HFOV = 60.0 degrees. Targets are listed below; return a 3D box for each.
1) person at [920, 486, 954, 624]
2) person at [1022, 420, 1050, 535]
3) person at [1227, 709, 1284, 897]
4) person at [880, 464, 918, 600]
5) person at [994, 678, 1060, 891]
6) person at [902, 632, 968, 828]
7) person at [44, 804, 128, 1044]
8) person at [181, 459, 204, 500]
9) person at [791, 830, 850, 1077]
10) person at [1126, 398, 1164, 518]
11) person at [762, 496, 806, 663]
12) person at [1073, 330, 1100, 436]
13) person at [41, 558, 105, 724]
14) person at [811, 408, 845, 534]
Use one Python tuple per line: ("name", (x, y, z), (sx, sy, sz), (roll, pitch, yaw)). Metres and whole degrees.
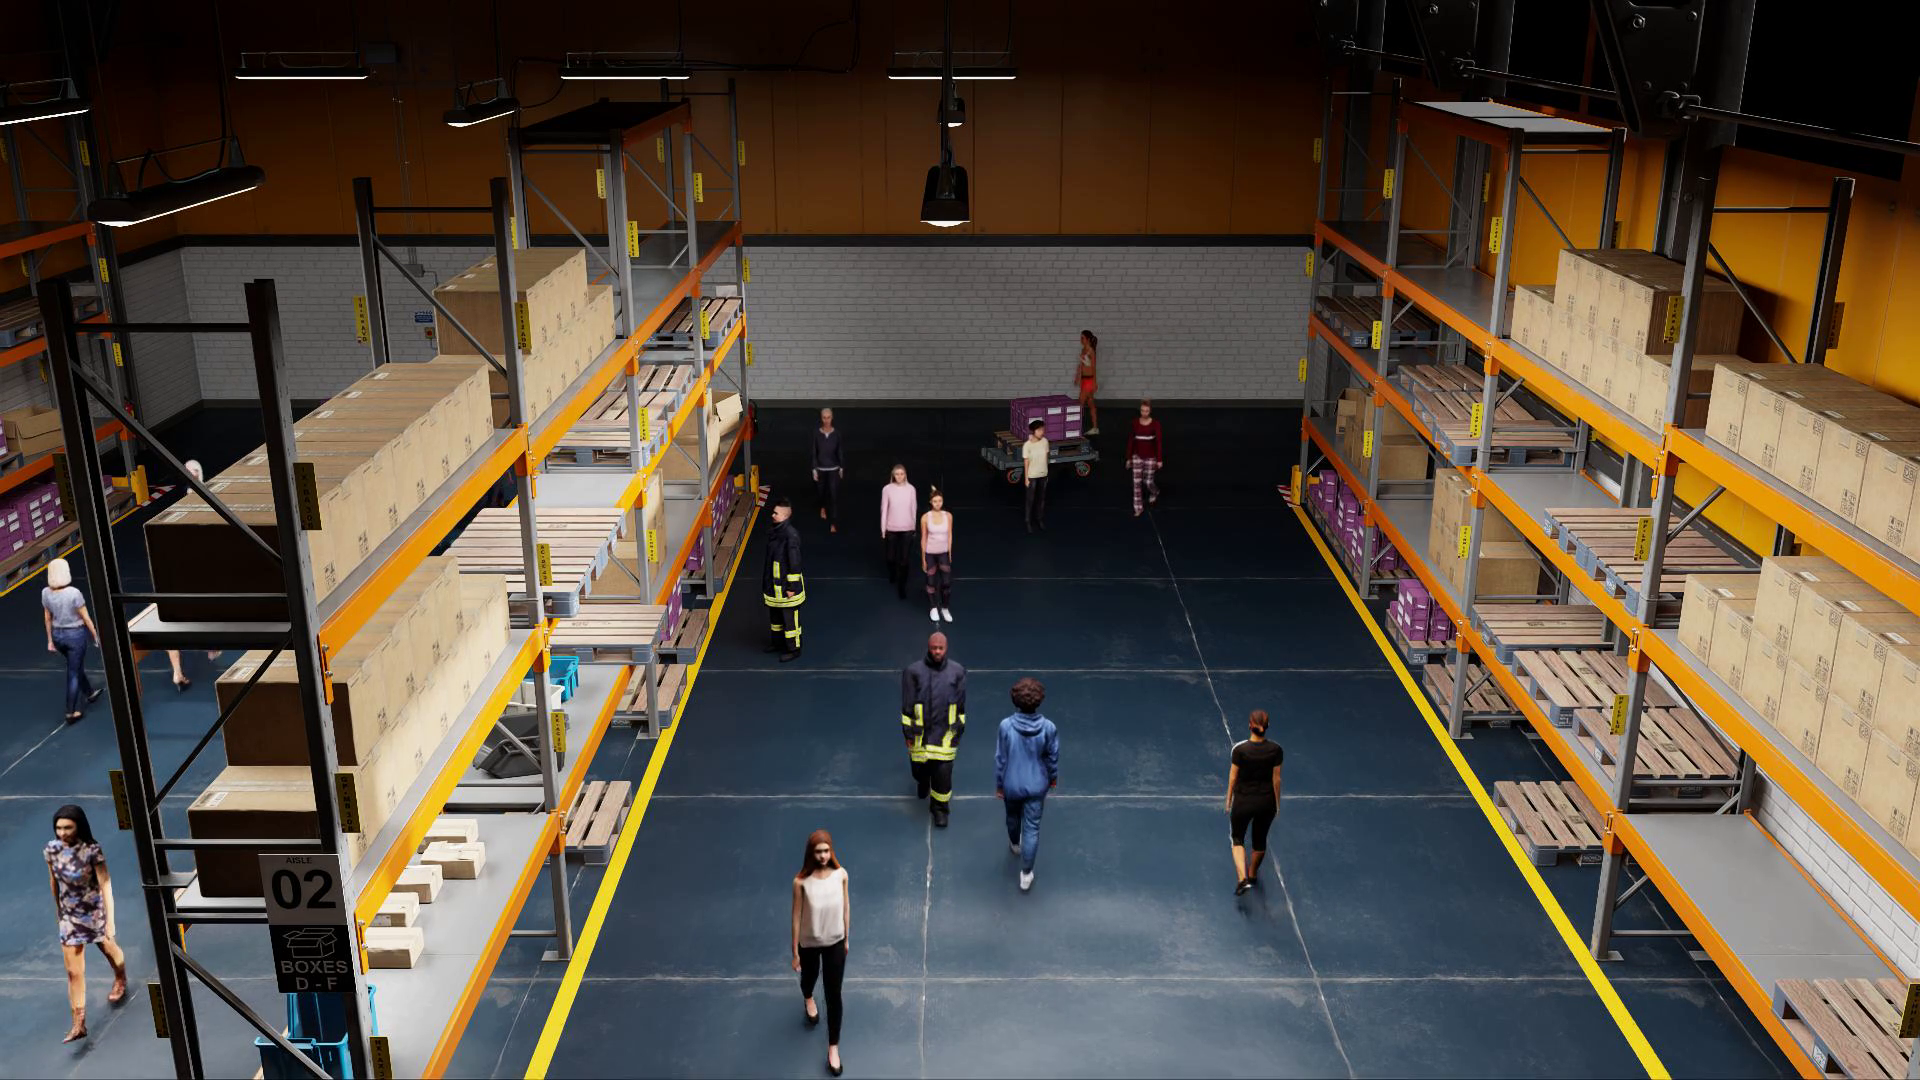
("person", (-0.307, 0.154, 19.698), (0.610, 1.634, 0.654), (-4, 19, -10))
("person", (1.040, -0.880, 22.846), (0.655, 1.585, 0.660), (-11, 22, -30))
("person", (2.418, 2.178, 13.653), (0.590, 1.656, 0.863), (0, 19, 1))
("person", (-0.756, -0.142, 20.512), (0.675, 1.675, 0.917), (-3, 19, -8))
("person", (0.537, 2.055, 13.830), (0.762, 1.777, 1.082), (2, 19, 5))
("person", (-0.247, 1.646, 14.991), (0.750, 1.811, 0.919), (-1, 19, -3))
("person", (-6.295, 2.698, 12.071), (0.668, 1.682, 1.131), (-1, 19, -4))
("person", (-9.161, -0.096, 20.179), (0.998, 1.801, 1.182), (12, 22, 32))
("person", (-1.013, 2.811, 11.727), (0.760, 1.686, 1.145), (-4, 19, -12))
("person", (2.639, -1.187, 23.603), (0.825, 1.683, 0.927), (8, 20, 23))
("person", (-1.969, 0.415, 18.567), (0.934, 1.860, 0.843), (-13, 22, -33))
("person", (2.210, -2.603, 27.667), (0.839, 1.773, 0.884), (-7, 20, -19))
("person", (-9.118, 1.052, 16.940), (0.657, 1.693, 0.958), (2, 19, 7))
("person", (-1.849, -1.009, 23.044), (0.639, 1.703, 1.036), (-1, 19, -2))
